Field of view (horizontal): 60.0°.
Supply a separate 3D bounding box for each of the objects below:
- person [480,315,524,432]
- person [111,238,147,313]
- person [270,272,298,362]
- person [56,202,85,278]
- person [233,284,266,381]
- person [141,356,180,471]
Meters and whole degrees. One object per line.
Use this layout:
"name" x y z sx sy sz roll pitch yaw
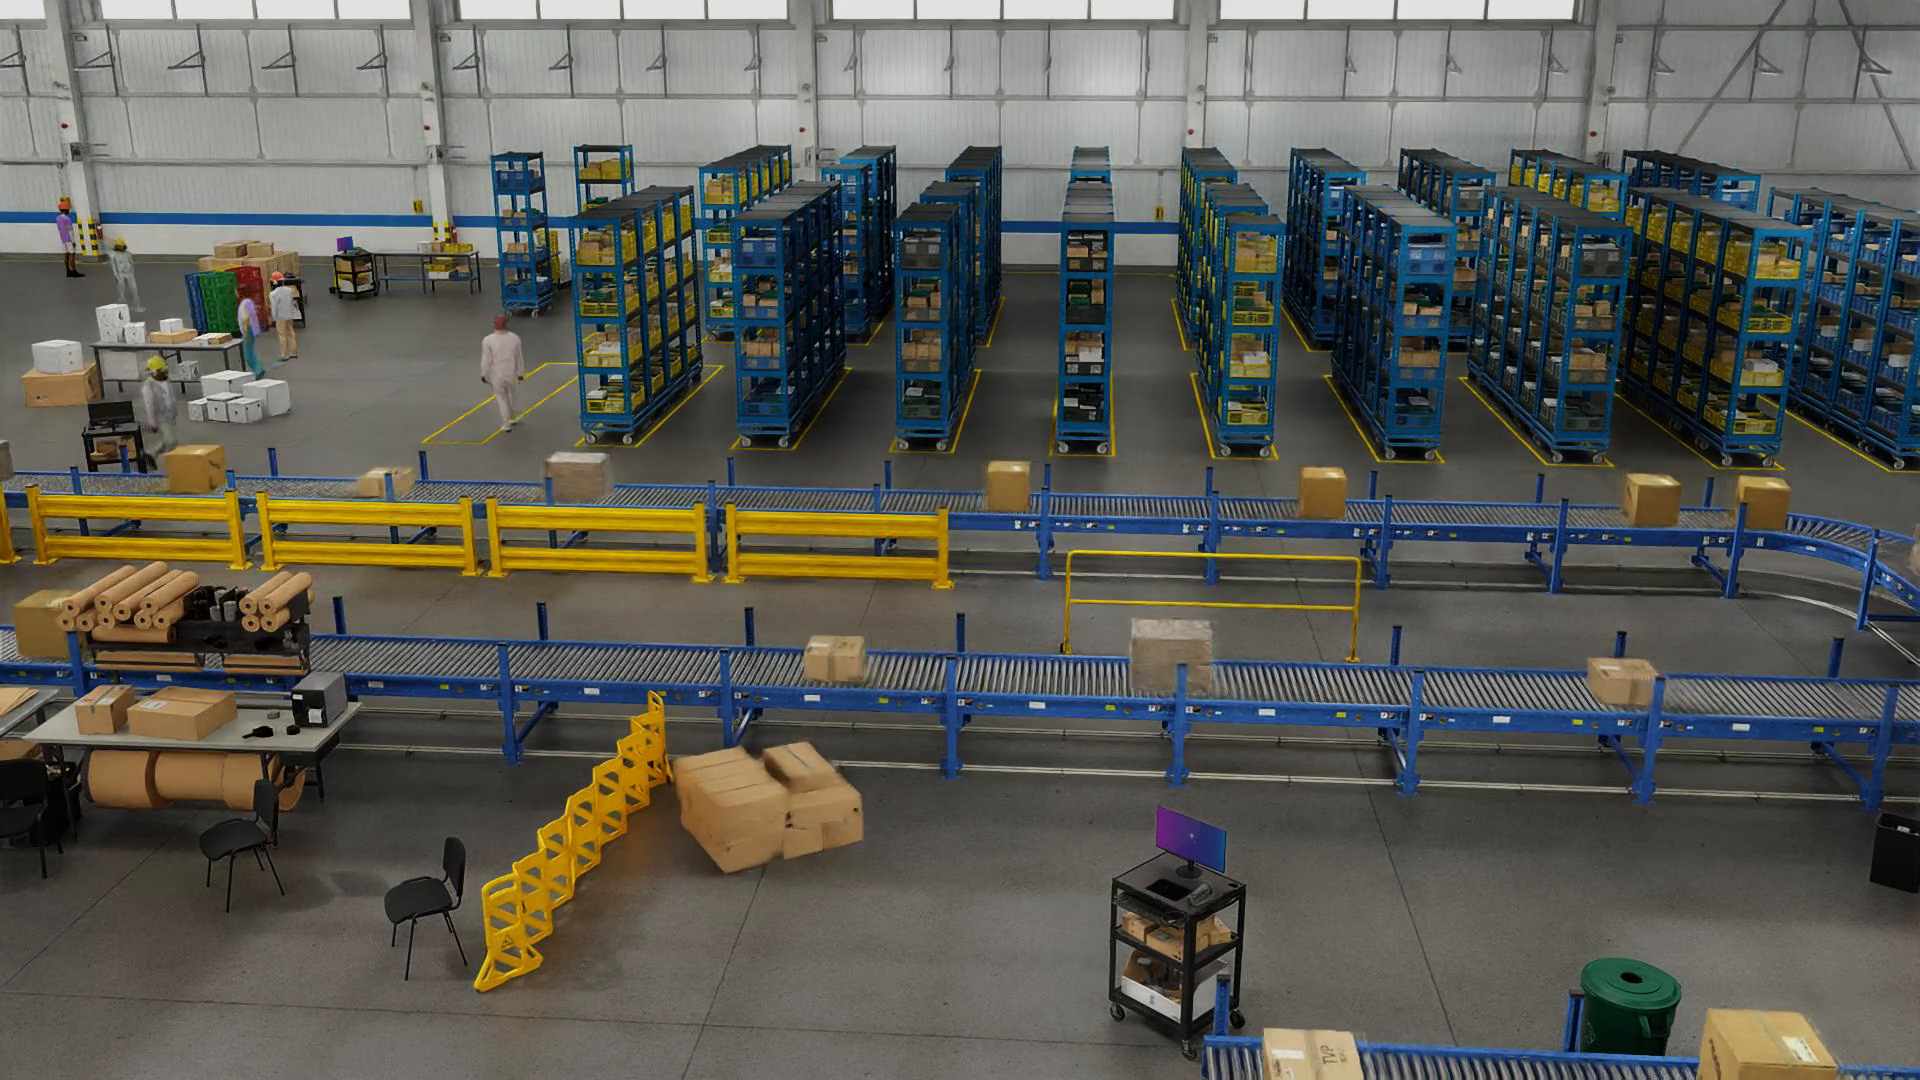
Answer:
"person" -7.527 -2.744 27.204 0.648 1.878 0.846 -13 22 -35
"person" -18.912 -5.988 37.745 0.857 1.704 0.511 14 22 37
"person" -13.268 -4.374 32.569 0.324 1.752 0.561 7 19 20
"person" -23.072 -7.770 43.044 0.542 1.938 0.358 11 21 31
"person" -13.107 -3.791 30.592 0.455 1.826 0.590 -4 18 -13
"person" -11.682 -1.787 24.259 0.648 1.820 0.606 2 18 7
